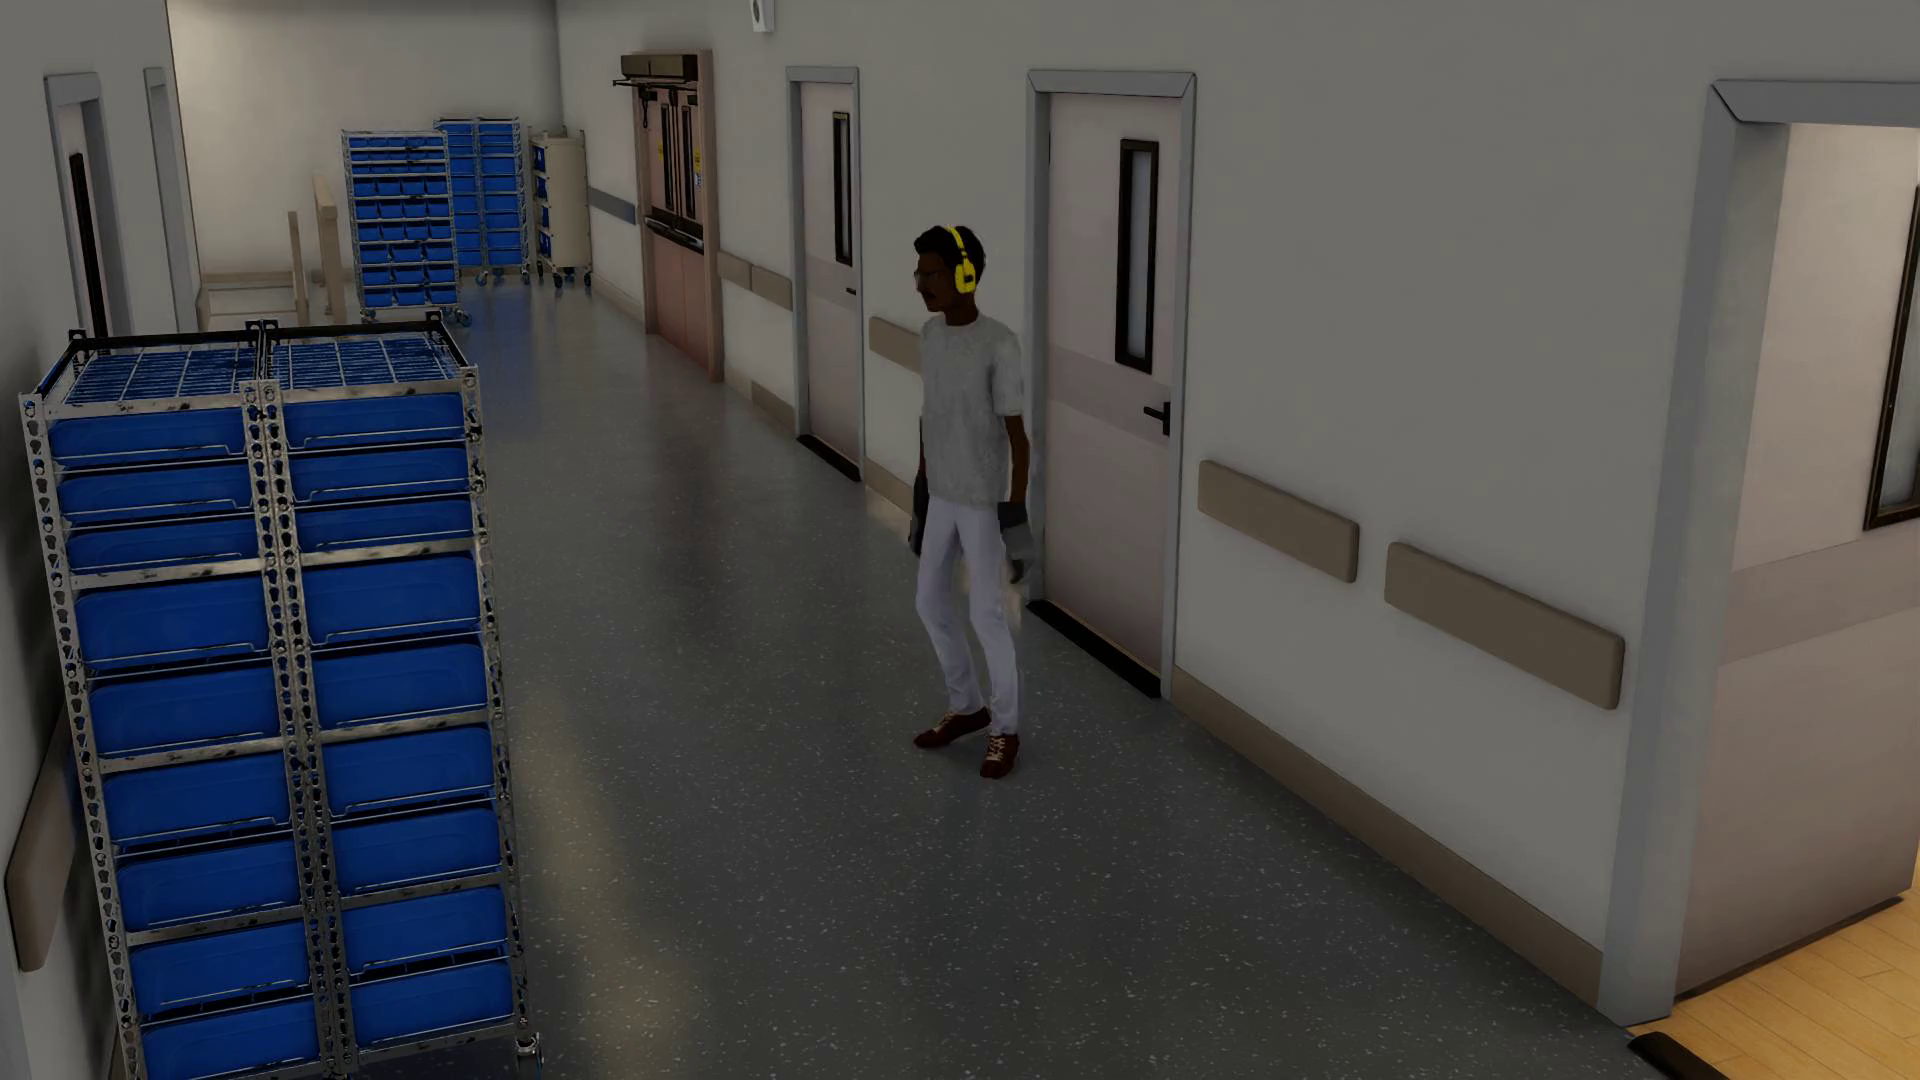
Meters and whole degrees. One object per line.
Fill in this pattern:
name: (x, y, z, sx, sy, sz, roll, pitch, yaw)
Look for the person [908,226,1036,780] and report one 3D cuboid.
person: (0.039, -0.113, 5.625, 0.330, 1.856, 0.611, -13, 21, -38)
